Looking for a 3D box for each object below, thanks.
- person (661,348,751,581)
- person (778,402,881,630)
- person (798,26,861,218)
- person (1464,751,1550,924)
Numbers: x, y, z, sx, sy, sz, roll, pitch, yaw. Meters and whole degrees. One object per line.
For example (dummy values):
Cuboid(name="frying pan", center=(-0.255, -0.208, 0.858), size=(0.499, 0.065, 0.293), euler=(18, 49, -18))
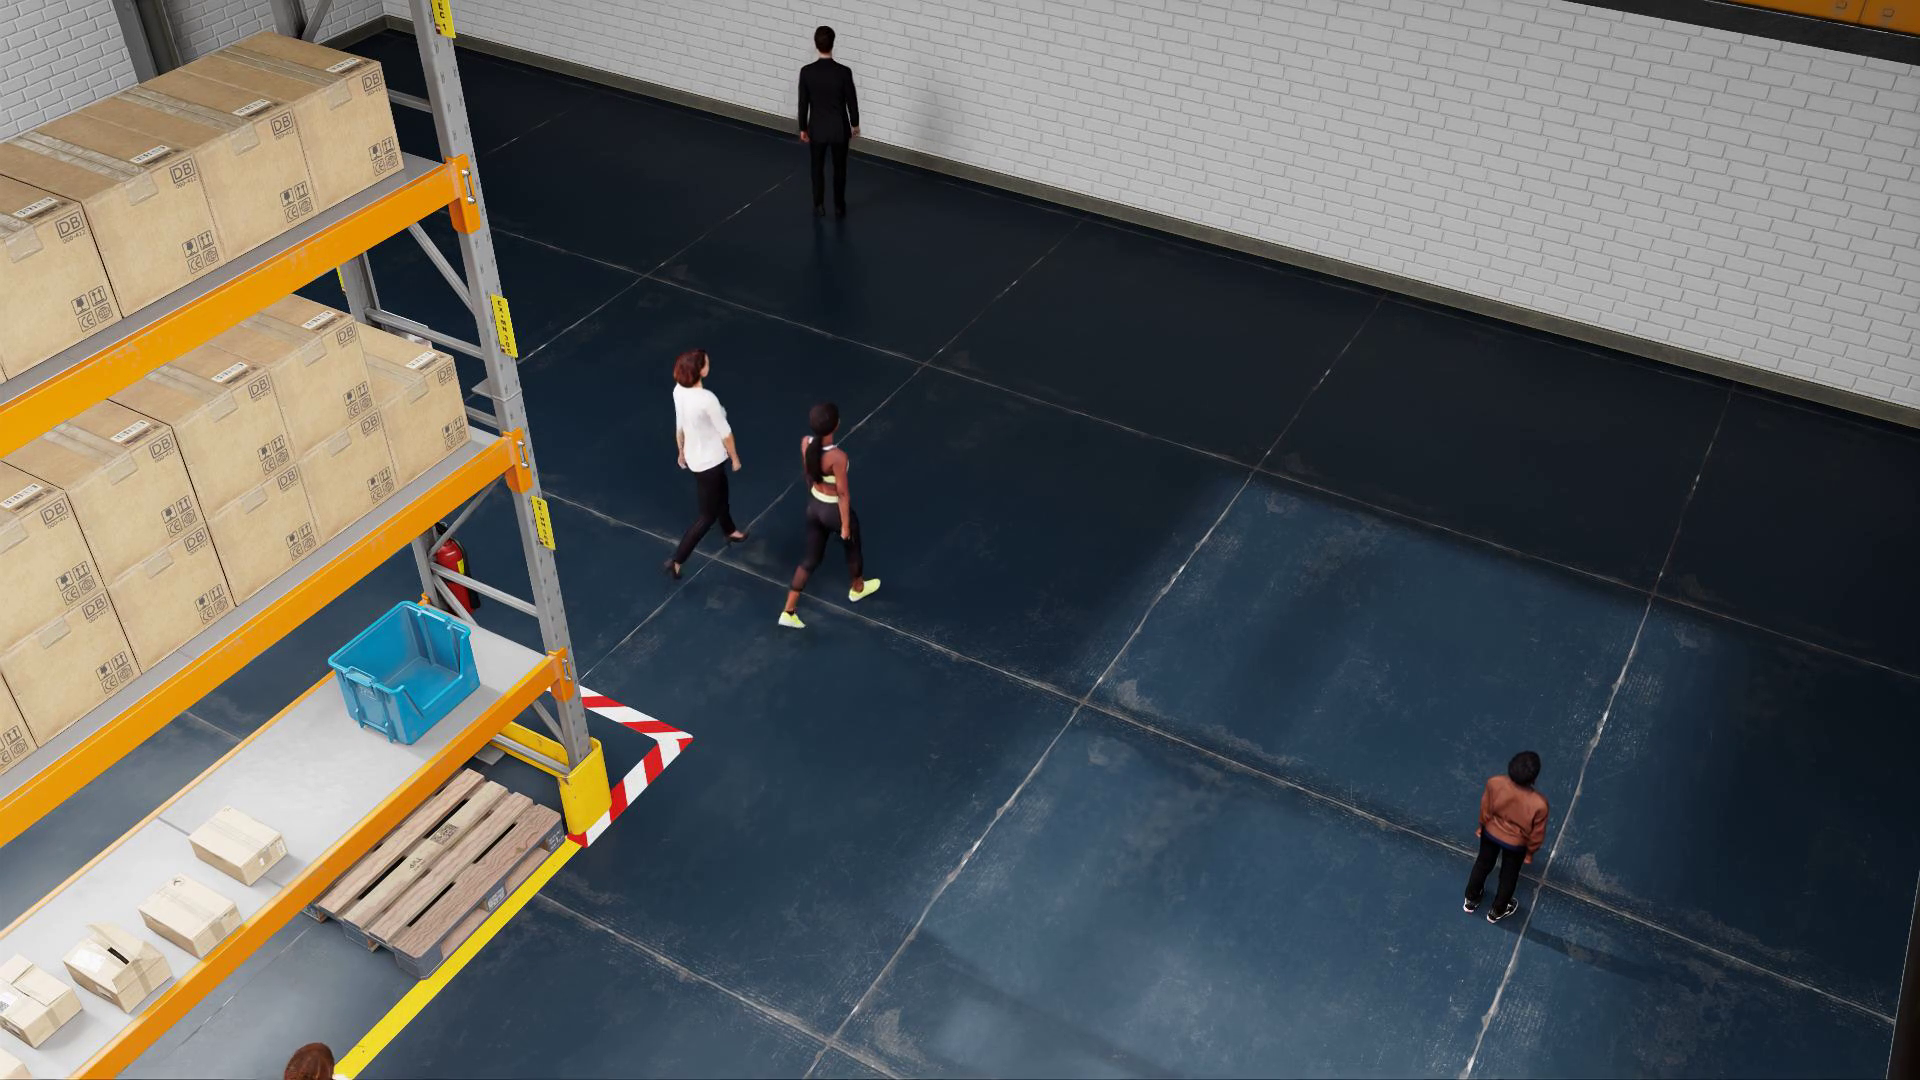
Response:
Cuboid(name="person", center=(-1.809, -0.460, 11.397), size=(1.132, 1.759, 0.796), euler=(-31, 48, -32))
Cuboid(name="person", center=(-0.935, -0.118, 10.999), size=(0.683, 1.720, 1.147), euler=(25, 45, 28))
Cuboid(name="person", center=(-1.223, -3.837, 15.528), size=(0.890, 1.880, 0.944), euler=(1, 39, 2))
Cuboid(name="person", center=(3.015, 1.629, 9.186), size=(0.551, 1.254, 0.512), euler=(27, 46, 30))
